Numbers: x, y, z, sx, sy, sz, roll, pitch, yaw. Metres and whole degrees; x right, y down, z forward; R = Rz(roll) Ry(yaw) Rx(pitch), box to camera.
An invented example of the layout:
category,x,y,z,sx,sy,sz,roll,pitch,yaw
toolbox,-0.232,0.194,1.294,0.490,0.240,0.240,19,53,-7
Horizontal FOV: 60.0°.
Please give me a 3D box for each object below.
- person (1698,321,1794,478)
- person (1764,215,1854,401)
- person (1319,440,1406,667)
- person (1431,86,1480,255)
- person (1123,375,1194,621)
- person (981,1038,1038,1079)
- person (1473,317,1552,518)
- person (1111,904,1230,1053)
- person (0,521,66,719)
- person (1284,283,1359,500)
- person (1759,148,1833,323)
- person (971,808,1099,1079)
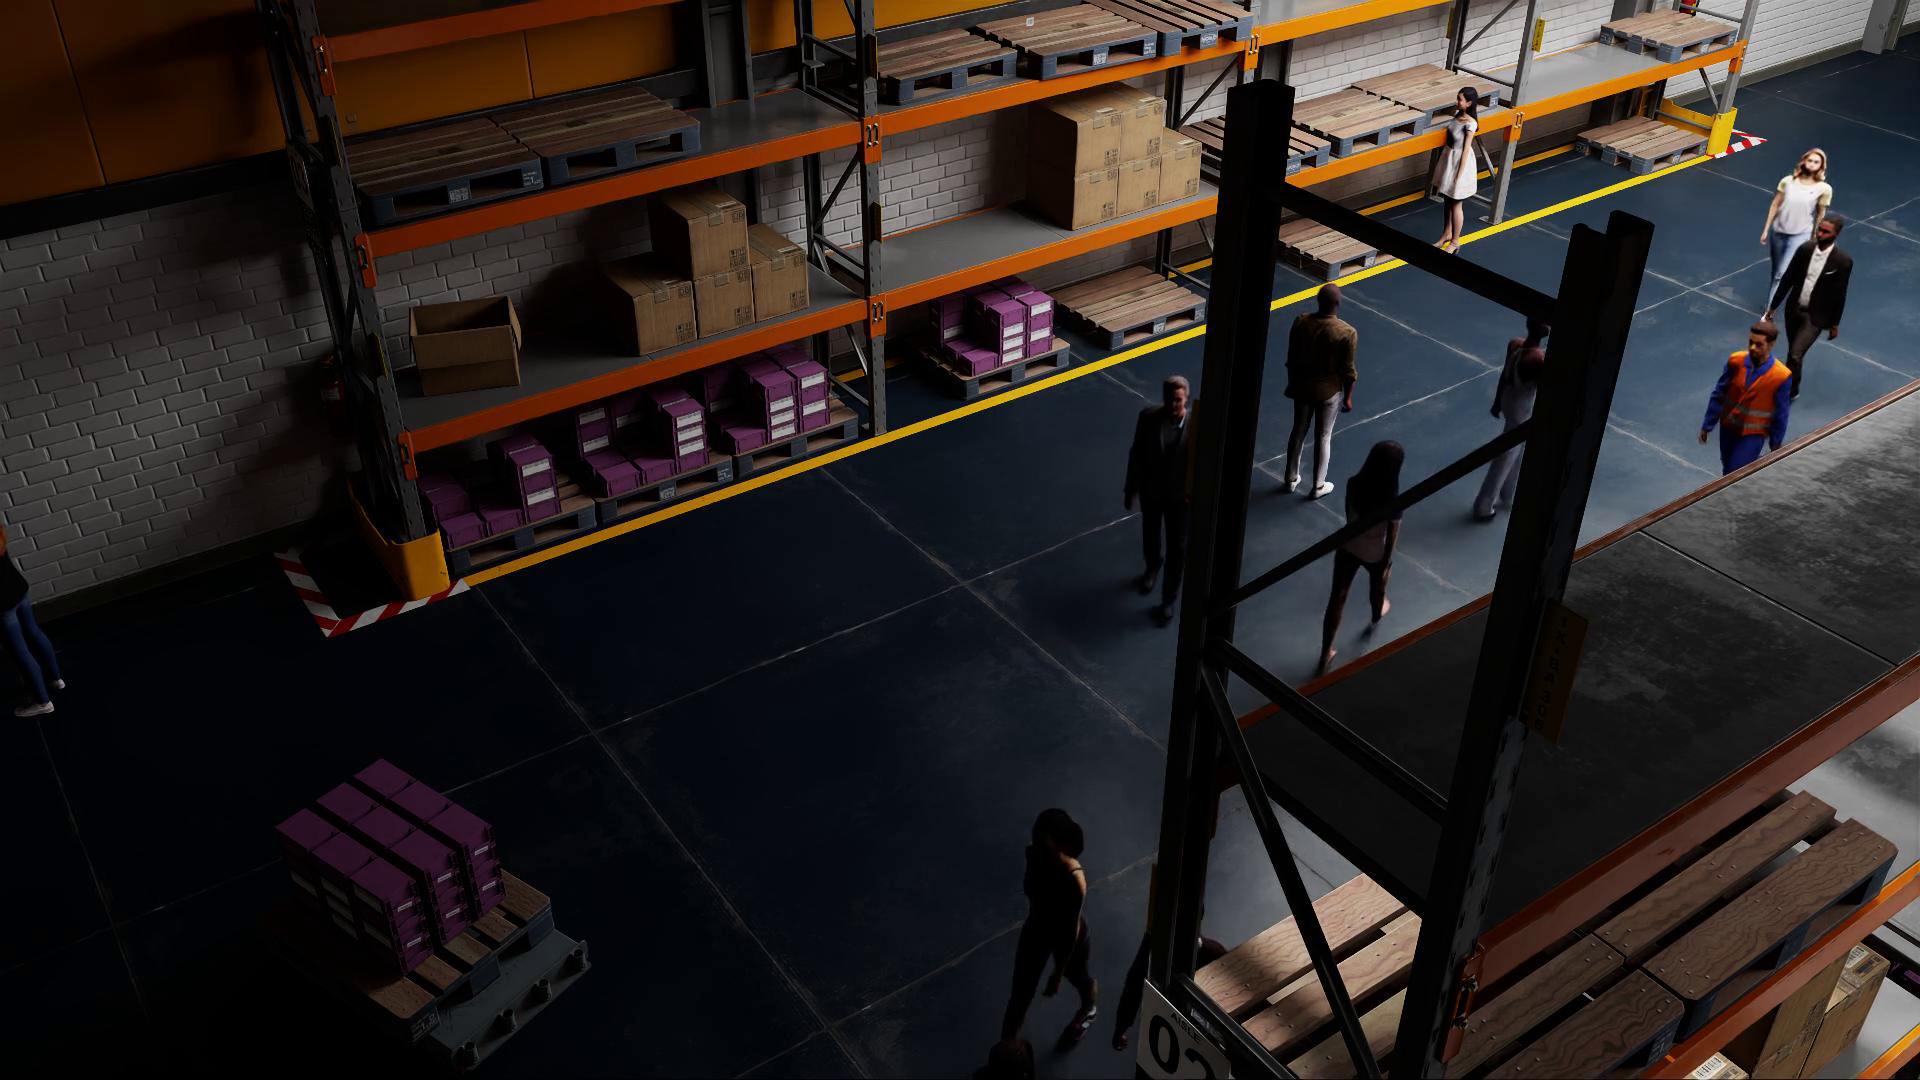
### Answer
category,x,y,z,sx,sy,sz,roll,pitch,yaw
person,5.960,-0.833,12.564,0.996,1.829,0.704,-24,41,-32
person,7.332,-1.947,14.291,1.022,1.772,0.734,-19,38,-26
person,2.696,0.125,11.287,0.882,1.648,1.218,20,39,28
person,5.086,-3.780,17.052,0.800,1.769,0.775,-3,34,-4
person,1.487,-0.414,11.947,1.008,1.816,1.079,9,35,14
person,0.251,2.751,7.430,0.743,1.544,0.943,19,38,26
person,4.187,-0.927,12.763,0.818,1.766,0.711,-12,36,-18
person,1.104,2.292,7.850,0.879,1.843,0.747,-27,42,-34
person,-6.224,0.380,10.837,0.690,1.722,0.682,-3,34,-5
person,2.812,-1.172,13.078,0.801,1.825,0.735,19,38,26
person,7.905,-2.908,15.837,0.890,1.663,1.230,22,40,30
person,0.572,1.989,8.446,0.704,1.689,1.122,28,43,35
